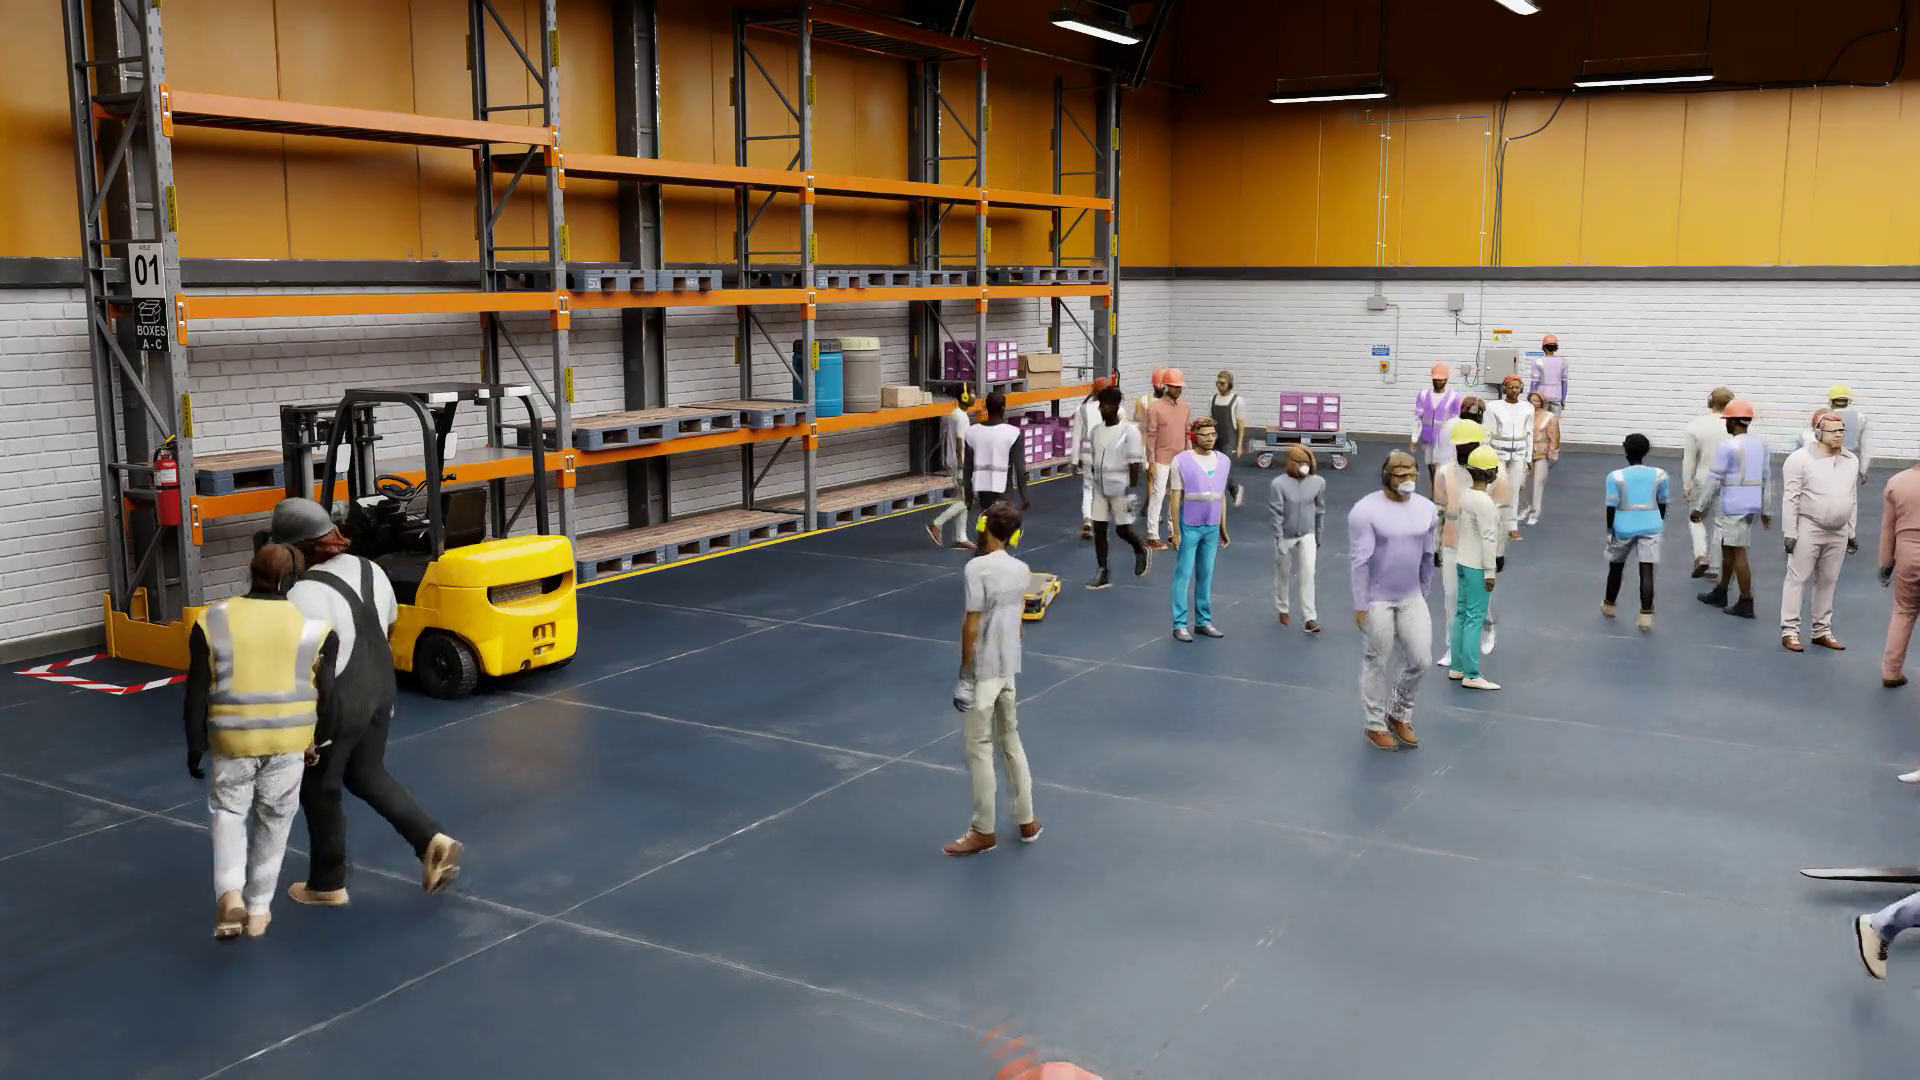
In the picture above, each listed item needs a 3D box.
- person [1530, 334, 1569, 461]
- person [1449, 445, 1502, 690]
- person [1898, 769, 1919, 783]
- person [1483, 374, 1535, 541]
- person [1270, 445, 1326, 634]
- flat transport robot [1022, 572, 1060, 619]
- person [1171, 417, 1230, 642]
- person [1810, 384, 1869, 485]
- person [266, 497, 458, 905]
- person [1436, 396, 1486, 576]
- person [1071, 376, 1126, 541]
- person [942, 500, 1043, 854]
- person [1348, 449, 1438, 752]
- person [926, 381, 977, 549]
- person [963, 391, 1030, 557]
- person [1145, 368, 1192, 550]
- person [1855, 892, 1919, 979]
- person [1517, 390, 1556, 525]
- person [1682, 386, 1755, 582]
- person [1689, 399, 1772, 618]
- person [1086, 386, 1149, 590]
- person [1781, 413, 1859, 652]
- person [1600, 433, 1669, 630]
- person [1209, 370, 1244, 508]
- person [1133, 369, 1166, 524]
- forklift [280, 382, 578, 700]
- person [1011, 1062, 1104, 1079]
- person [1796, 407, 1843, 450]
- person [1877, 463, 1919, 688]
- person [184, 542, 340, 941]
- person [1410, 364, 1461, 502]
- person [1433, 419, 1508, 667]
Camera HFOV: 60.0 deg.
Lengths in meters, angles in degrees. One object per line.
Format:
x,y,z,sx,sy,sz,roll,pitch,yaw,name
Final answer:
9.407,-2.271,26.637,0.605,2.045,0.387,0,9,-1,person
3.770,0.196,12.098,0.297,1.772,0.533,0,9,-3,person
5.713,0.665,9.575,0.308,1.640,0.511,1,9,4,person
6.167,-0.922,18.725,0.573,1.883,0.353,0,9,0,person
2.838,-0.013,13.972,0.494,1.573,0.826,-1,9,-4,person
0.494,0.480,14.988,0.652,0.197,1.431,2,9,10,flat transport robot
1.965,-0.098,13.692,0.565,1.847,0.396,-5,10,-29,person
9.606,-0.822,18.340,0.626,1.796,0.846,2,9,10,person
-2.858,0.752,7.780,0.745,2.000,0.730,3,10,20,person
4.933,-0.508,16.423,0.672,1.809,0.445,-7,12,-38,person
1.542,-0.883,18.521,0.631,1.866,0.479,2,9,13,person
0.179,0.719,8.673,0.347,1.832,0.651,6,11,35,person
2.716,0.388,10.424,0.632,1.918,0.446,-2,9,-13,person
-0.049,-0.795,18.031,0.502,1.852,0.541,1,9,3,person
0.348,-0.461,15.788,0.594,1.903,0.455,5,10,30,person
2.296,-0.883,18.168,0.617,1.986,0.408,-6,11,-34,person
4.084,1.056,6.763,0.539,1.750,0.566,-6,11,-33,person
6.857,-0.978,19.875,0.518,1.625,0.369,7,12,38,person
7.351,-0.535,16.179,0.628,1.925,0.451,3,10,18,person
6.818,-0.295,14.755,0.567,1.902,0.832,-5,10,-28,person
1.517,-0.508,15.924,0.610,1.950,0.710,8,12,41,person
6.879,-0.061,13.272,0.639,1.909,0.406,-1,9,-9,person
5.769,-0.088,14.230,0.540,1.654,0.840,2,9,11,person
3.332,-1.220,20.780,0.518,1.823,0.790,9,13,44,person
2.346,-1.160,20.269,0.601,1.884,0.973,-1,9,-8,person
-3.974,-0.067,12.417,2.313,2.155,1.214,5,11,30,forklift
0.127,1.677,2.504,0.557,1.877,1.048,0,9,3,person
9.064,-0.609,17.665,0.853,1.601,0.515,-5,10,-29,person
6.916,0.168,11.859,0.411,1.905,0.684,-6,11,-34,person
-3.112,0.919,7.471,0.661,1.810,0.547,-4,10,-23,person
6.012,-1.281,20.989,0.549,1.890,1.017,6,11,34,person
3.913,0.016,12.784,0.599,1.908,0.545,8,12,42,person
